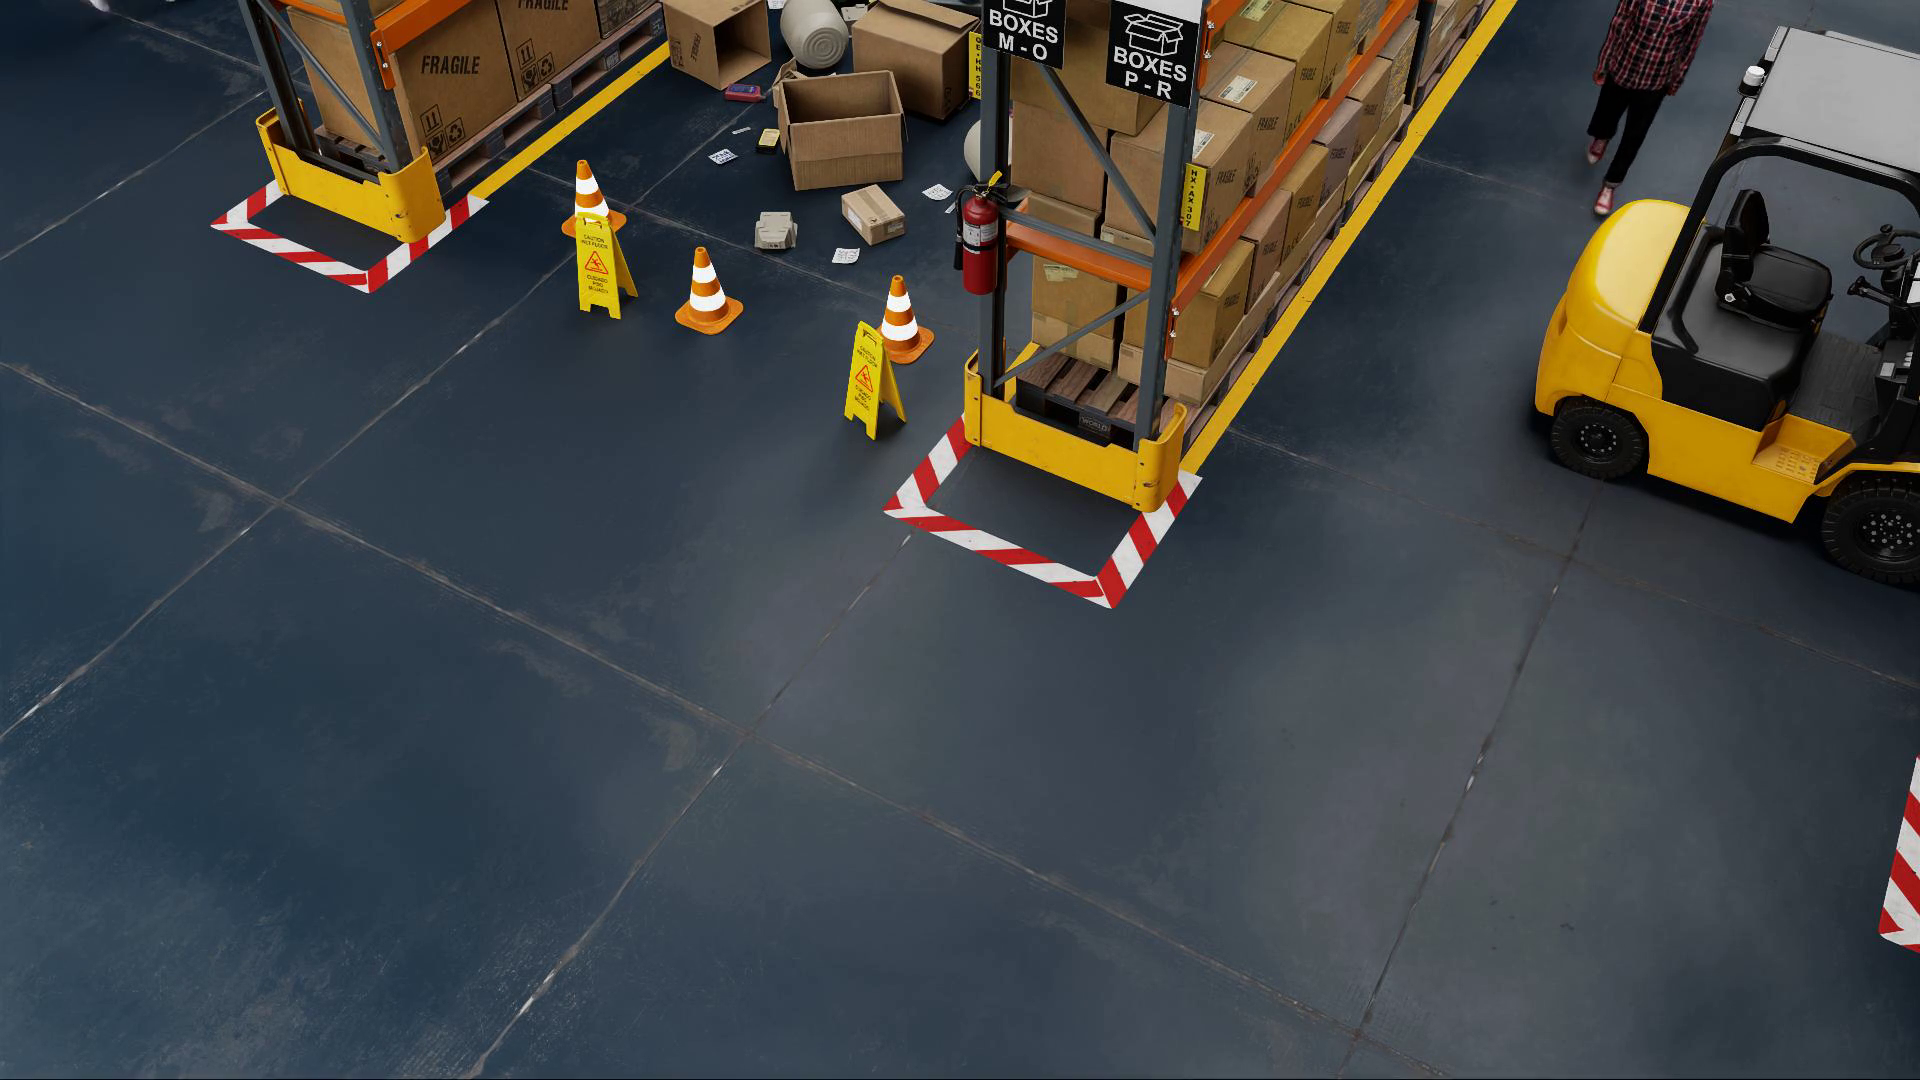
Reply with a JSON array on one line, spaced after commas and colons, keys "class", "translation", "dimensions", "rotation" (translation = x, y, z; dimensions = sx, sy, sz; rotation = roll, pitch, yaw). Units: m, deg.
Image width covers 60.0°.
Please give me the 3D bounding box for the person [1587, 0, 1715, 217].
[{"class": "person", "translation": [4.109, -2.855, 10.021], "dimensions": [0.711, 1.745, 0.907], "rotation": [19, 50, 17]}]
